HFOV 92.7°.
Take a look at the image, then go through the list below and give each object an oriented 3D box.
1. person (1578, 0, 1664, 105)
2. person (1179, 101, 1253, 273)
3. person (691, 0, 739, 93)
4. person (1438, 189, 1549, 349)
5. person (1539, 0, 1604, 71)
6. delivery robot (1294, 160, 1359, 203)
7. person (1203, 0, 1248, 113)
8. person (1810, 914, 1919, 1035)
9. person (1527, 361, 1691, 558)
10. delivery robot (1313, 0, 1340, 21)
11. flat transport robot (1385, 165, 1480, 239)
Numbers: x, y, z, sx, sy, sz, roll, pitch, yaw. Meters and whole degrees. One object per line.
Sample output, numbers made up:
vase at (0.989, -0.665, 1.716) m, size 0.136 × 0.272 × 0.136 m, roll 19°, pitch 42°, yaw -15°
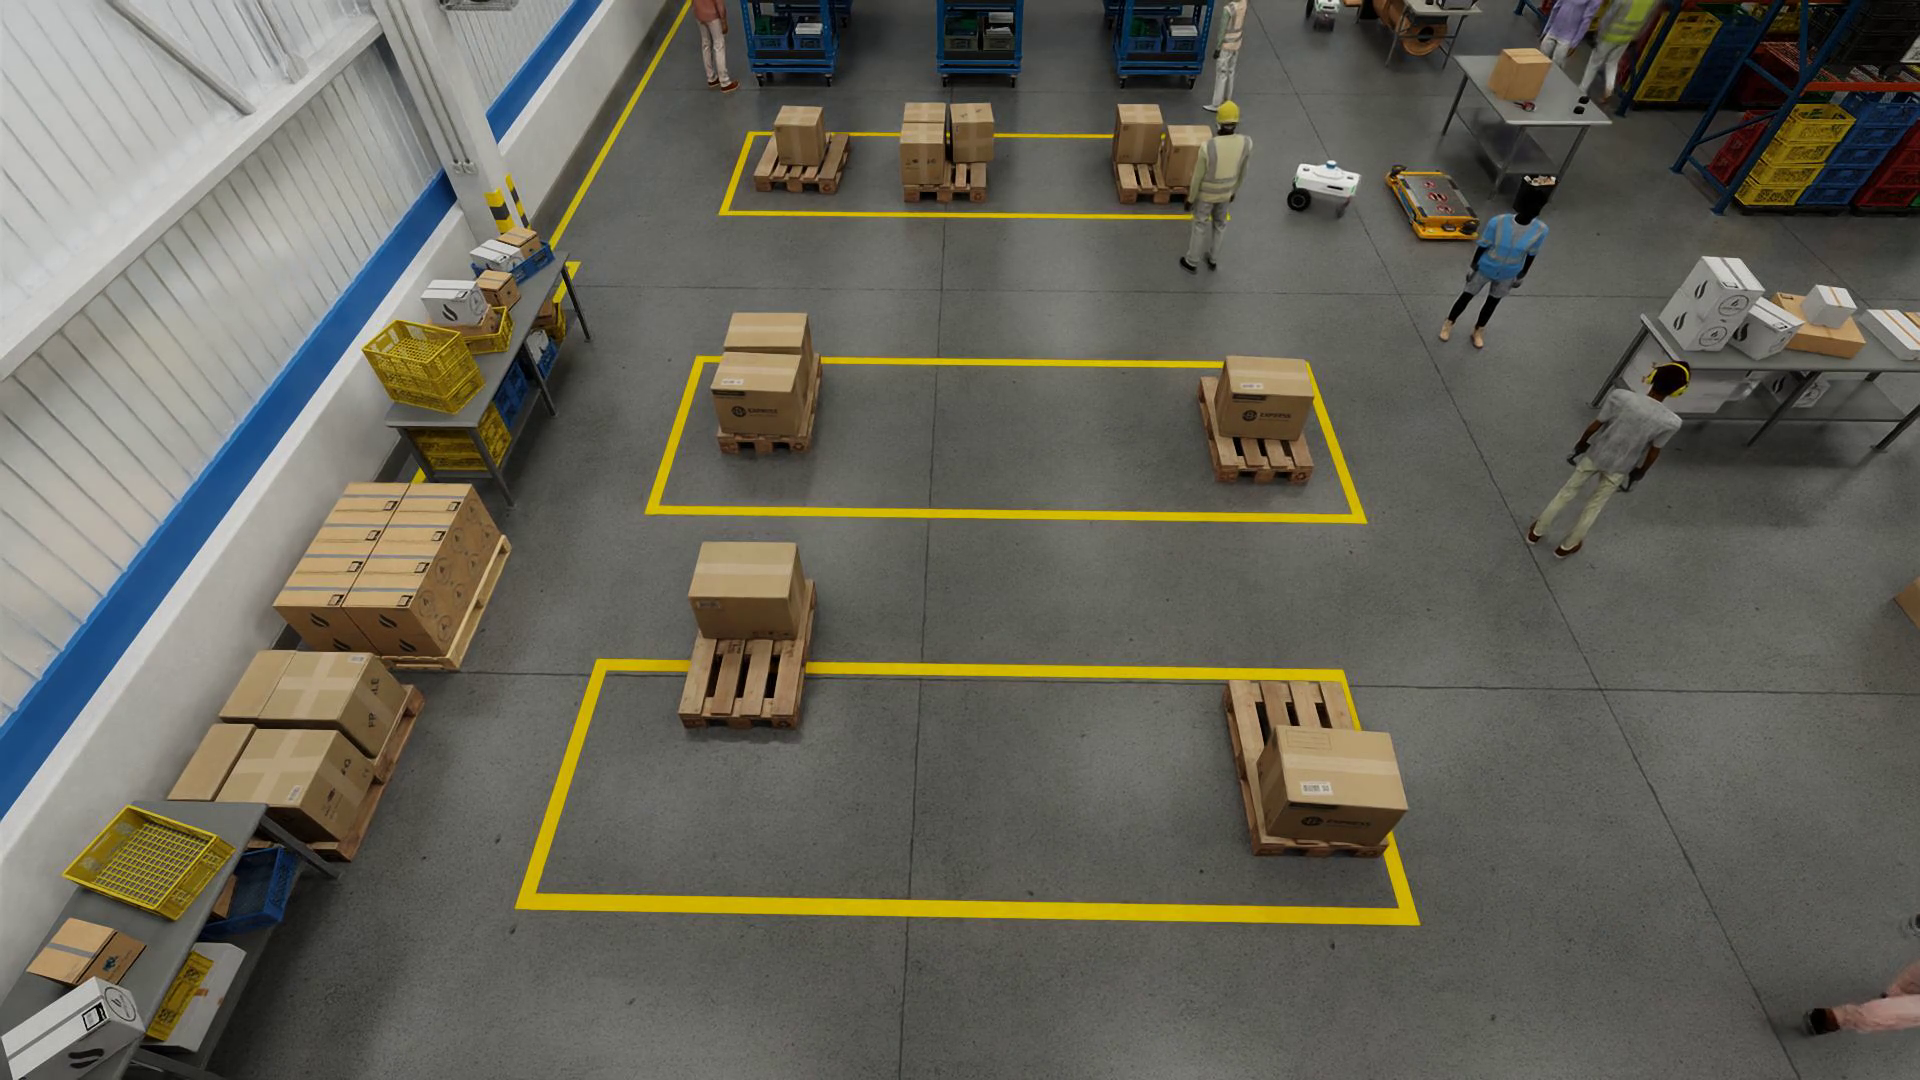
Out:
person at (8.880, -6.792, 12.372) m, size 0.635 × 1.831 × 0.540 m, roll 1°, pitch 49°, yaw 1°
person at (2.679, -3.682, 9.691) m, size 0.630 × 1.825 × 0.404 m, roll -10°, pitch 50°, yaw -9°
person at (-3.453, -7.289, 12.704) m, size 0.608 × 1.986 × 0.402 m, roll 27°, pitch 54°, yaw 22°
person at (5.174, -2.599, 8.838) m, size 0.547 × 1.690 × 0.322 m, roll 15°, pitch 51°, yaw 13°
person at (8.050, -6.736, 12.257) m, size 0.361 × 1.932 × 0.627 m, roll -13°, pitch 50°, yaw -11°
delivery robot at (4.387, -4.298, 10.989) m, size 0.707 × 0.478 × 0.477 m, roll 17°, pitch 51°, yaw 14°
person at (3.628, -6.681, 12.408) m, size 0.521 × 1.630 × 0.327 m, roll -36°, pitch 58°, yaw -27°
person at (5.218, 2.115, 4.636) m, size 0.888 × 1.869 × 0.644 m, roll -3°, pitch 49°, yaw -3°
person at (4.931, -0.599, 6.987) m, size 0.324 × 1.870 × 0.548 m, roll -36°, pitch 58°, yaw -27°
delivery robot at (5.921, -8.687, 14.788) m, size 0.477 × 0.478 × 0.707 m, roll 8°, pitch 50°, yaw 7°
flat transport robot at (5.692, -4.094, 11.059) m, size 0.652 × 0.197 × 1.431 m, roll 1°, pitch 49°, yaw 1°
